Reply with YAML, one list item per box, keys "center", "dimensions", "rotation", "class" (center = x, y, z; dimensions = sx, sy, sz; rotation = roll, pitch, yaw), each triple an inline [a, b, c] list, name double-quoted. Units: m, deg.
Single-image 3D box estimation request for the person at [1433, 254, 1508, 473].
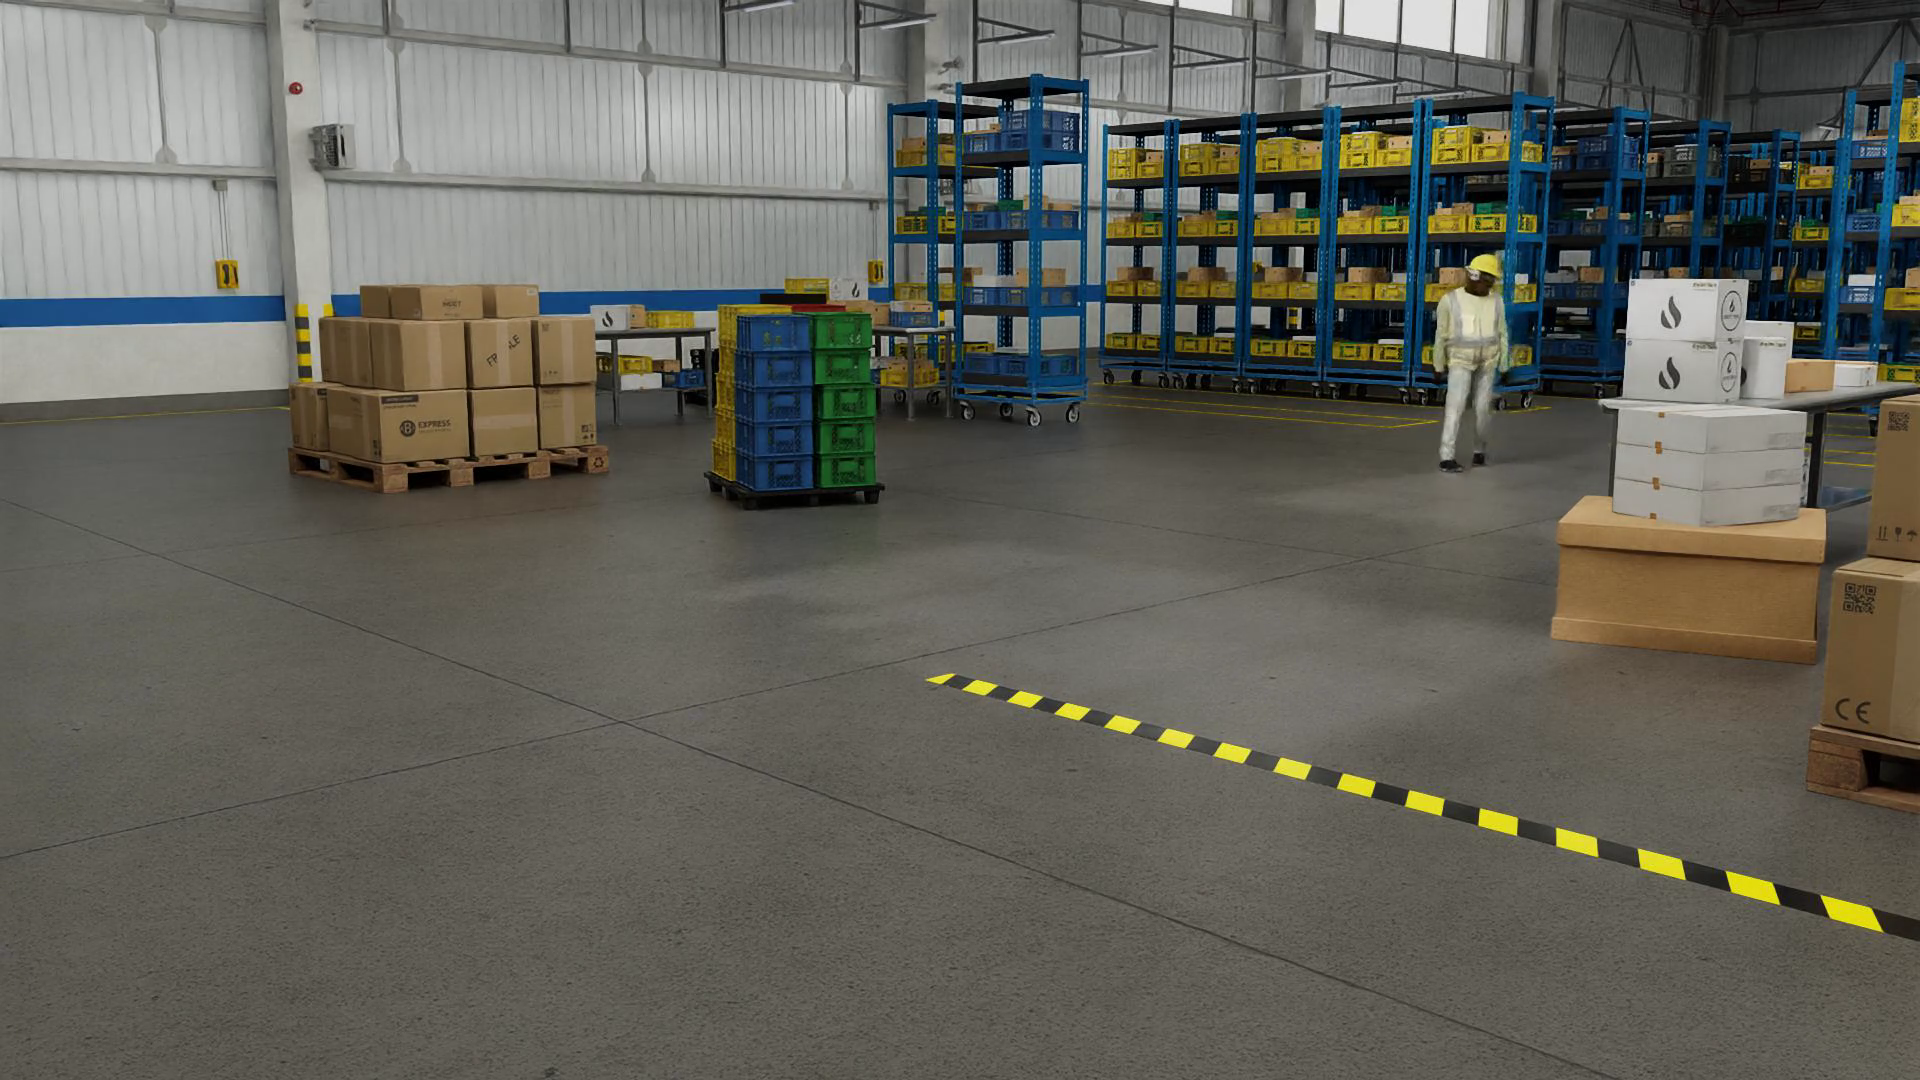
- center: [4.222, -1.451, 13.676]
  dimensions: [0.643, 1.777, 0.669]
  rotation: [-1, 9, -6]
  class: "person"
